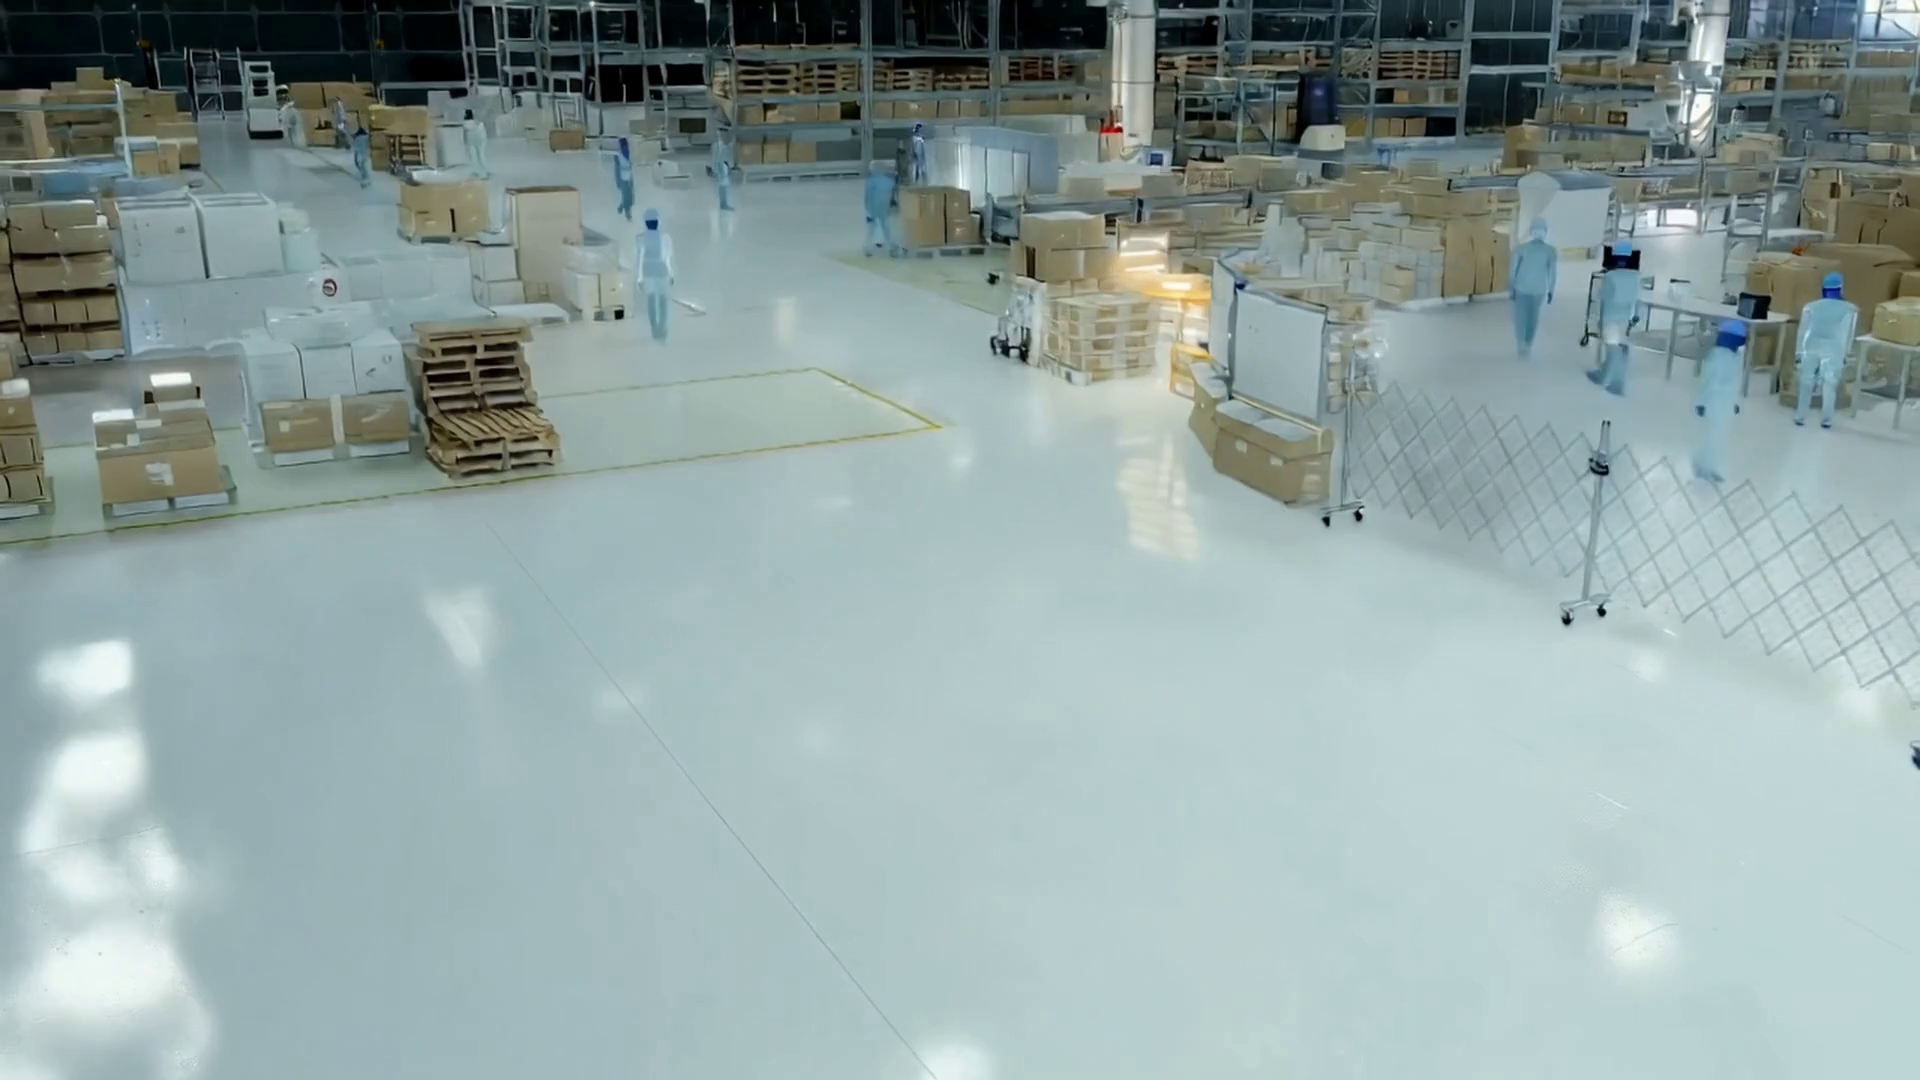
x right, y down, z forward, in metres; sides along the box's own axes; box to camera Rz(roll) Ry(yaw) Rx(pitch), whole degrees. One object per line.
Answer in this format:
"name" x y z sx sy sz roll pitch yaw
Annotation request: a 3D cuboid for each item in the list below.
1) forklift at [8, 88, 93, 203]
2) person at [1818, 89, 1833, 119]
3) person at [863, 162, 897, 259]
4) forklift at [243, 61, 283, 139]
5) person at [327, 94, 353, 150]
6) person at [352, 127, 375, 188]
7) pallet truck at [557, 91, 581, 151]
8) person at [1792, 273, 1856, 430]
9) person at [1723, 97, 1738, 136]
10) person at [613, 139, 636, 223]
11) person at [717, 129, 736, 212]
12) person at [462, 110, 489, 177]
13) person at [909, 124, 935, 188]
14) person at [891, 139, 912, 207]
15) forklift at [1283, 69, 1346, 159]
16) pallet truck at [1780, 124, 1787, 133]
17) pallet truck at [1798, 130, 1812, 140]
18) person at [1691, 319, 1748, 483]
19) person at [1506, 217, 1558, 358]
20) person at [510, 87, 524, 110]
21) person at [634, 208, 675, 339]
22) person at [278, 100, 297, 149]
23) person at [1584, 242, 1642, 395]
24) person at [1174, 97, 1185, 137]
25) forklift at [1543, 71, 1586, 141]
"forklift" -22.896 -9.837 41.502 1.873 2.768 1.129 -9 20 -26
"person" 33.229 -16.421 63.847 0.643 1.746 0.535 -8 20 -24
"person" -1.583 -6.450 32.570 0.635 1.876 0.875 -10 20 -28
"forklift" -26.183 -16.517 62.328 1.129 2.768 1.873 -9 20 -26
"person" -21.512 -14.454 57.505 0.986 1.886 0.563 2 18 6
"person" -16.238 -10.406 45.276 0.523 1.638 0.311 -7 19 -21
"pallet truck" -13.495 -14.412 57.188 0.823 1.965 1.885 -3 18 -9
"person" 10.029 -2.188 19.344 0.600 1.829 0.404 5 18 15
"person" 25.611 -13.779 55.371 0.594 1.890 0.666 -3 18 -10
"person" -7.693 -8.201 37.981 0.566 1.902 0.595 11 21 30
"person" -5.669 -8.920 40.129 0.380 1.958 0.603 -7 19 -21
"person" -14.060 -11.473 48.158 0.705 1.915 0.506 5 18 15
"person" -0.855 -9.328 41.356 0.964 1.998 0.647 -6 19 -17
"person" -1.403 -9.110 41.216 0.543 1.654 0.862 10 20 29
"forklift" 11.615 -13.871 54.079 1.129 2.768 1.873 -9 20 -27
"pallet truck" 25.206 -12.542 52.601 1.601 1.201 0.680 0 18 -2
"pallet truck" 25.526 -11.556 49.408 1.630 1.274 0.653 -9 20 -26
"person" 7.842 -1.418 17.110 0.513 1.728 0.391 -9 20 -26
"person" 7.977 -3.496 23.184 0.645 1.977 0.587 2 18 7
"person" -17.689 -17.242 66.498 0.541 1.696 0.317 -9 20 -26
"person" -4.539 -3.982 24.798 0.589 1.914 0.603 -2 18 -6
"person" -23.409 -14.465 57.892 0.862 1.639 0.555 12 22 34
"person" 8.349 -2.864 21.362 0.568 1.891 0.957 -6 19 -18
"person" 8.186 -15.790 62.095 0.517 1.620 0.619 -10 20 -28
"forklift" 18.685 -13.231 52.085 1.873 2.768 1.129 -9 20 -26
